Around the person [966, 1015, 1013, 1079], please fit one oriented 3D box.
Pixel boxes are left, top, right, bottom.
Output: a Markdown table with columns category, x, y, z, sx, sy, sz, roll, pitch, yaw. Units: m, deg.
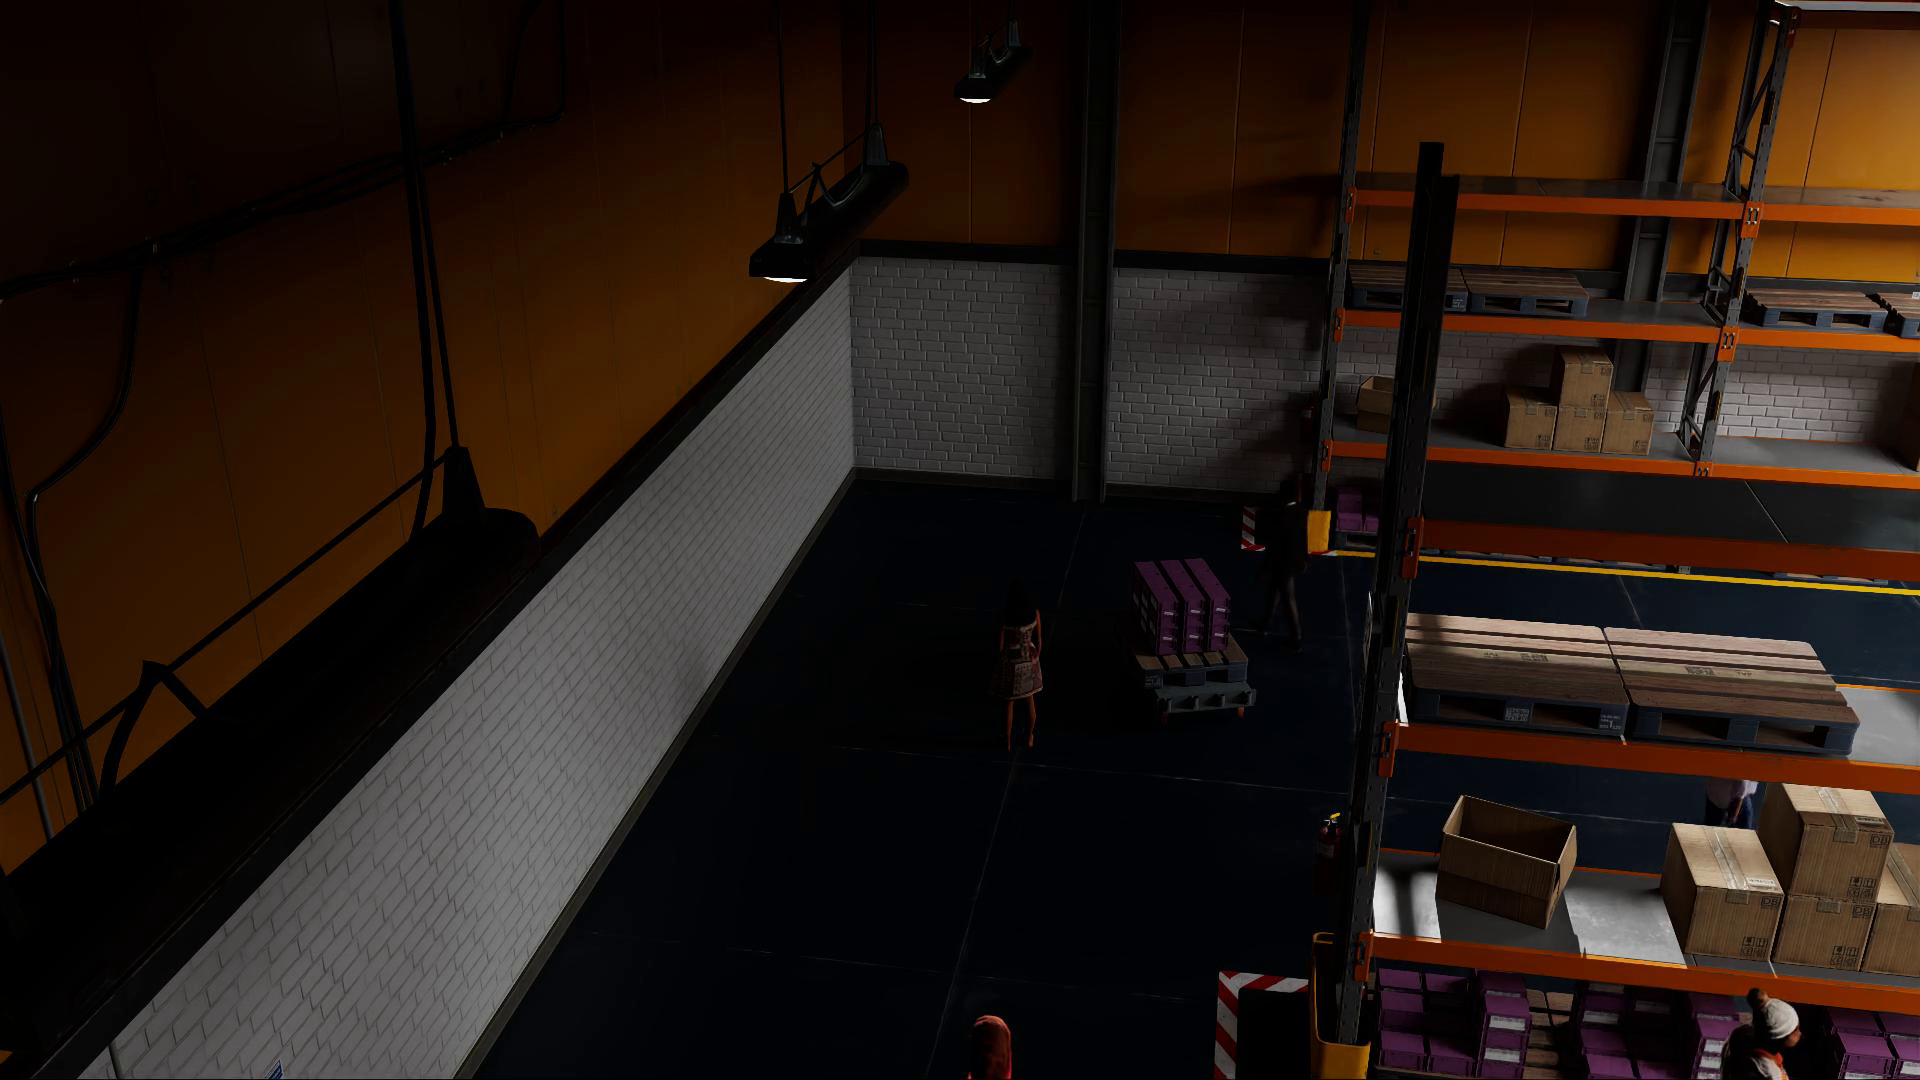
| category | x | y | z | sx | sy | sz | roll | pitch | yaw |
| --- | --- | --- | --- | --- | --- | --- | --- | --- | --- |
| person | 0.169 | 3.375 | 9.202 | 0.494 | 1.828 | 0.580 | 5 | 24 | 10 |

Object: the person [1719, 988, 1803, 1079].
| category | x | y | z | sx | sy | sz | roll | pitch | yaw |
| --- | --- | --- | --- | --- | --- | --- | --- | --- | --- |
| person | 4.286 | 3.301 | 9.305 | 0.655 | 1.882 | 0.694 | 5 | 24 | 11 |

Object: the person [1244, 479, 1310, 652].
| category | x | y | z | sx | sy | sz | roll | pitch | yaw |
| --- | --- | --- | --- | --- | --- | --- | --- | --- | --- |
| person | 3.291 | 0.276 | 16.353 | 1.089 | 1.779 | 0.963 | 18 | 30 | 36 |

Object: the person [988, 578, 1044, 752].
| category | x | y | z | sx | sy | sz | roll | pitch | yaw |
| --- | --- | --- | --- | --- | --- | --- | --- | --- | --- |
| person | 0.503 | 1.088 | 14.663 | 0.631 | 1.645 | 0.783 | -7 | 24 | -15 |
